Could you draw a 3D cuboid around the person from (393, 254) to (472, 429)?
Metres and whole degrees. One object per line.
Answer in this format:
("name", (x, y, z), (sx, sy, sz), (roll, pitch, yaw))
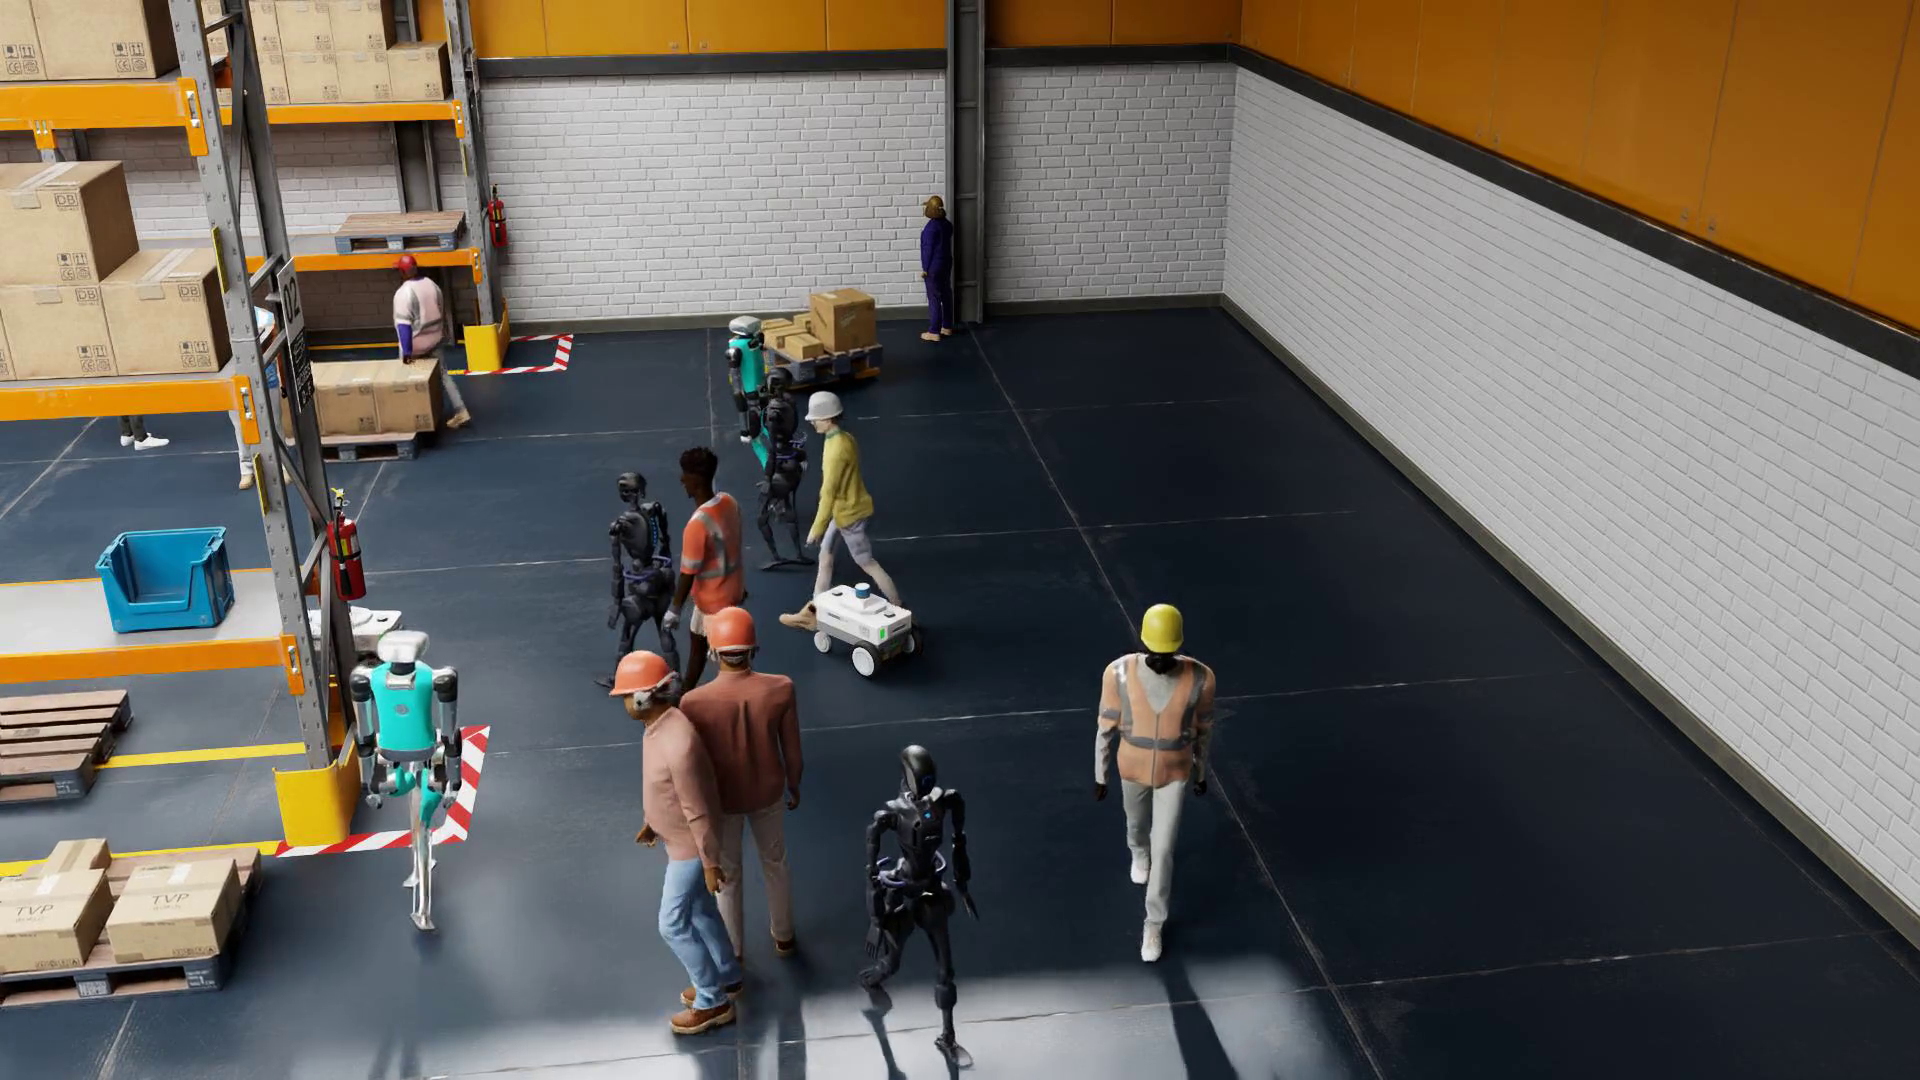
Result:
("person", (-5.125, -1.896, 15.918), (0.880, 1.716, 0.627), (13, 27, 26))

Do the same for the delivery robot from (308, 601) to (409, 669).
("delivery robot", (-4.217, 0.676, 11.466), (0.739, 0.566, 0.499), (0, 24, 0))

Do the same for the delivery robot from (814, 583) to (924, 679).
("delivery robot", (-0.661, 0.608, 11.680), (0.811, 0.613, 0.499), (20, 30, 37))

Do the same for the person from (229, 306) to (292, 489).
("person", (-6.192, -1.353, 14.522), (0.634, 1.841, 0.429), (-7, 25, -15))

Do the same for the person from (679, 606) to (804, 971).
("person", (-1.096, 1.256, 8.392), (0.620, 1.991, 0.393), (-9, 25, -21))

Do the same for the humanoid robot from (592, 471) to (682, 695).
("humanoid robot", (-2.131, 0.298, 10.983), (0.690, 1.635, 0.613), (13, 27, 27))

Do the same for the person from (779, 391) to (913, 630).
("person", (-0.801, -0.162, 11.842), (0.987, 1.830, 0.549), (0, 24, 1))

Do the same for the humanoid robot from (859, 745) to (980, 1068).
("humanoid robot", (-0.216, 1.676, 7.896), (0.603, 1.631, 0.781), (-14, 27, -28))

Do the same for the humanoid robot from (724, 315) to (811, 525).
("humanoid robot", (-1.524, -0.902, 13.775), (0.721, 1.901, 0.552), (8, 25, 18))

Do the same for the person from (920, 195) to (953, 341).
("person", (-0.279, -3.062, 18.681), (0.345, 1.623, 0.466), (15, 28, 31))

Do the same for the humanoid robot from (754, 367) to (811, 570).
("humanoid robot", (-1.405, -0.559, 12.920), (0.458, 1.646, 0.596), (4, 24, 10))

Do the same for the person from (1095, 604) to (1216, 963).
("person", (1.016, 1.159, 8.749), (0.598, 1.886, 0.955), (4, 24, 9))

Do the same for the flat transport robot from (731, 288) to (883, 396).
("flat transport robot", (-1.616, -1.778, 17.447), (1.431, 0.231, 0.659), (-15, 28, -30))

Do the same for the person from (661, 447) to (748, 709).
("person", (-1.698, 0.341, 10.559), (0.888, 1.926, 0.618), (2, 24, 5))

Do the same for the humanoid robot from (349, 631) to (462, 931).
("humanoid robot", (-2.868, 1.190, 8.835), (0.584, 1.732, 0.936), (-4, 24, -8))

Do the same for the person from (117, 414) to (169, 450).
("person", (-7.759, -1.758, 15.421), (0.509, 1.863, 0.328), (18, 30, 36))

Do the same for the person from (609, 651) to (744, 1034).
("person", (-1.350, 1.441, 8.032), (0.555, 1.944, 0.650), (-8, 25, -17))
